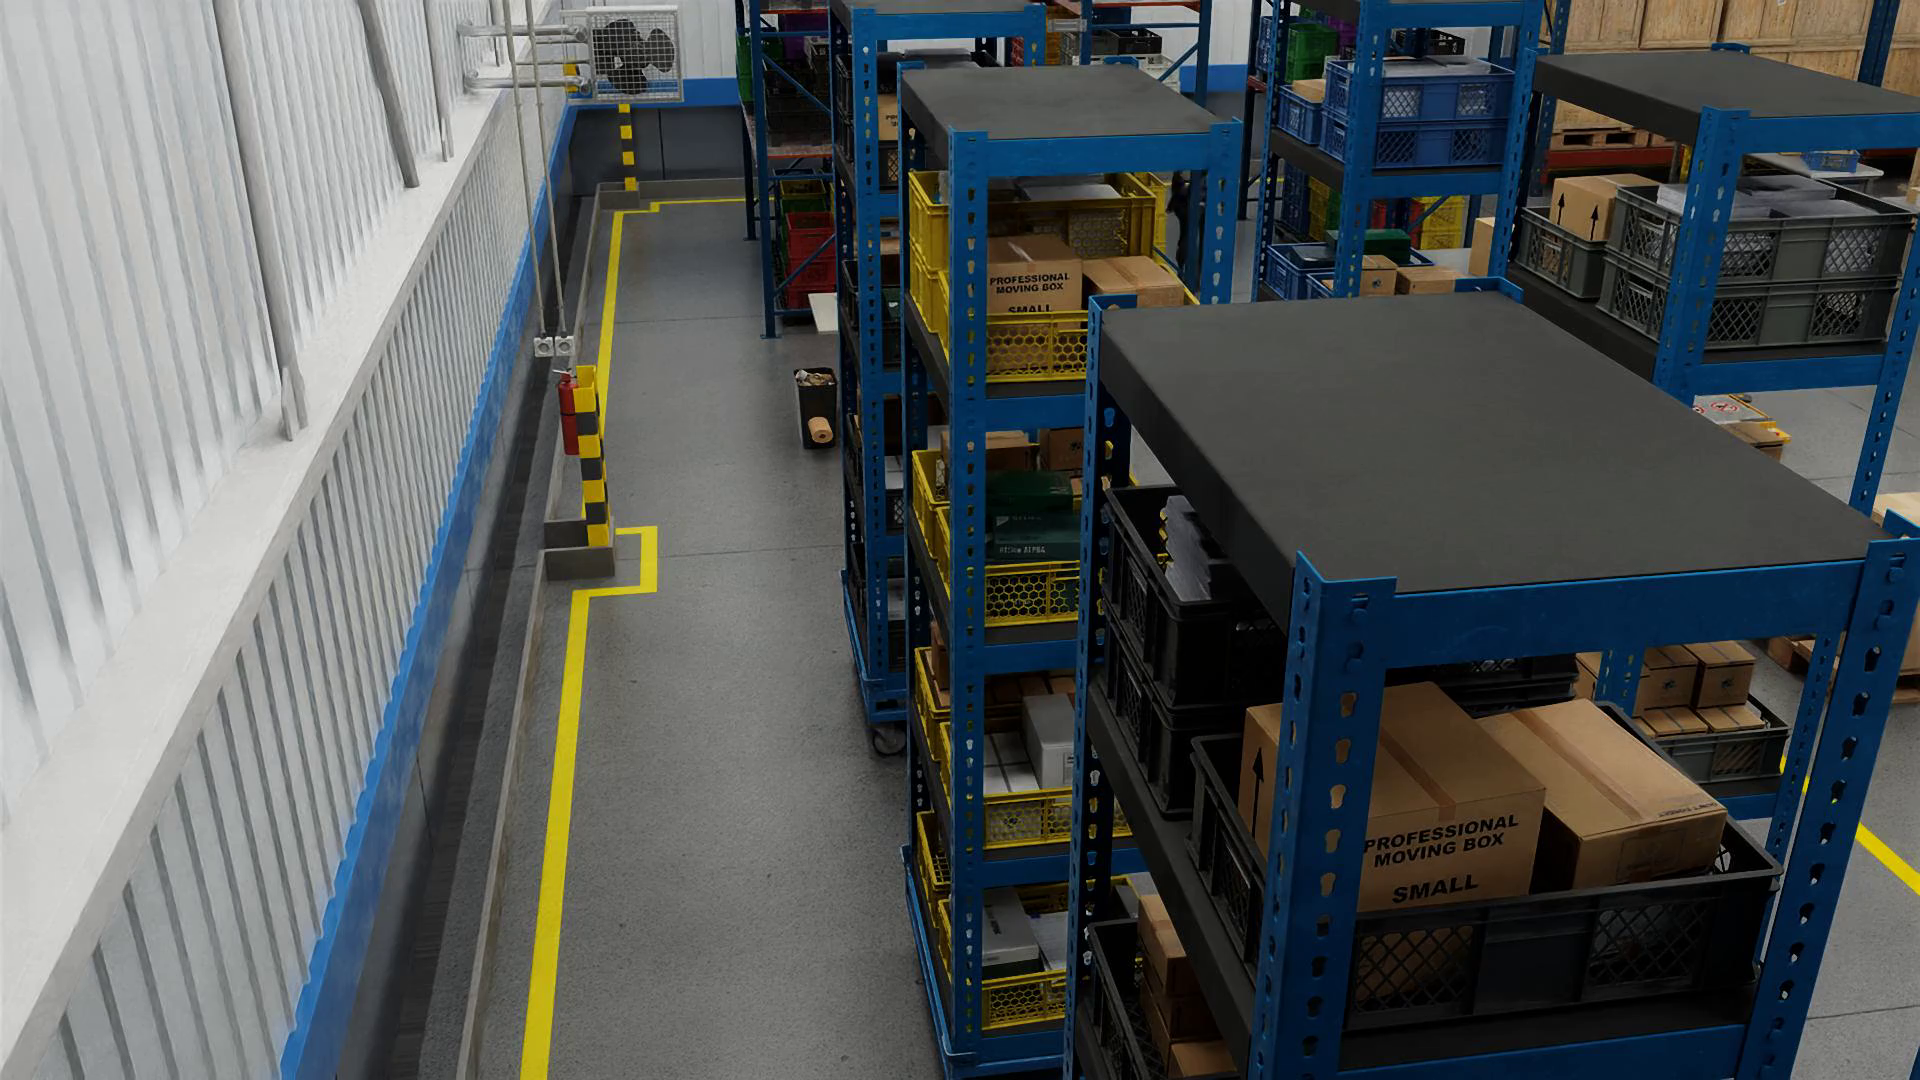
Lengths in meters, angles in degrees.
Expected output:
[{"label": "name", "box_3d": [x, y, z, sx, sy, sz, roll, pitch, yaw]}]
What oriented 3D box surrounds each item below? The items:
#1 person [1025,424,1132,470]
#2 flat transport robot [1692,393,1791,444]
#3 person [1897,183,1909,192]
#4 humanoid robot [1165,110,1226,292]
[{"label": "person", "box_3d": [0.630, -0.345, 9.179, 0.594, 1.831, 0.975, -2, 25, -4]}, {"label": "flat transport robot", "box_3d": [5.224, -0.859, 12.132, 1.431, 0.197, 0.652, -4, 25, -8]}, {"label": "person", "box_3d": [11.243, -4.999, 19.100, 0.610, 1.997, 0.376, -16, 29, -32]}, {"label": "humanoid robot", "box_3d": [2.200, -3.153, 15.470, 0.679, 1.646, 0.391, 19, 31, 36]}]
